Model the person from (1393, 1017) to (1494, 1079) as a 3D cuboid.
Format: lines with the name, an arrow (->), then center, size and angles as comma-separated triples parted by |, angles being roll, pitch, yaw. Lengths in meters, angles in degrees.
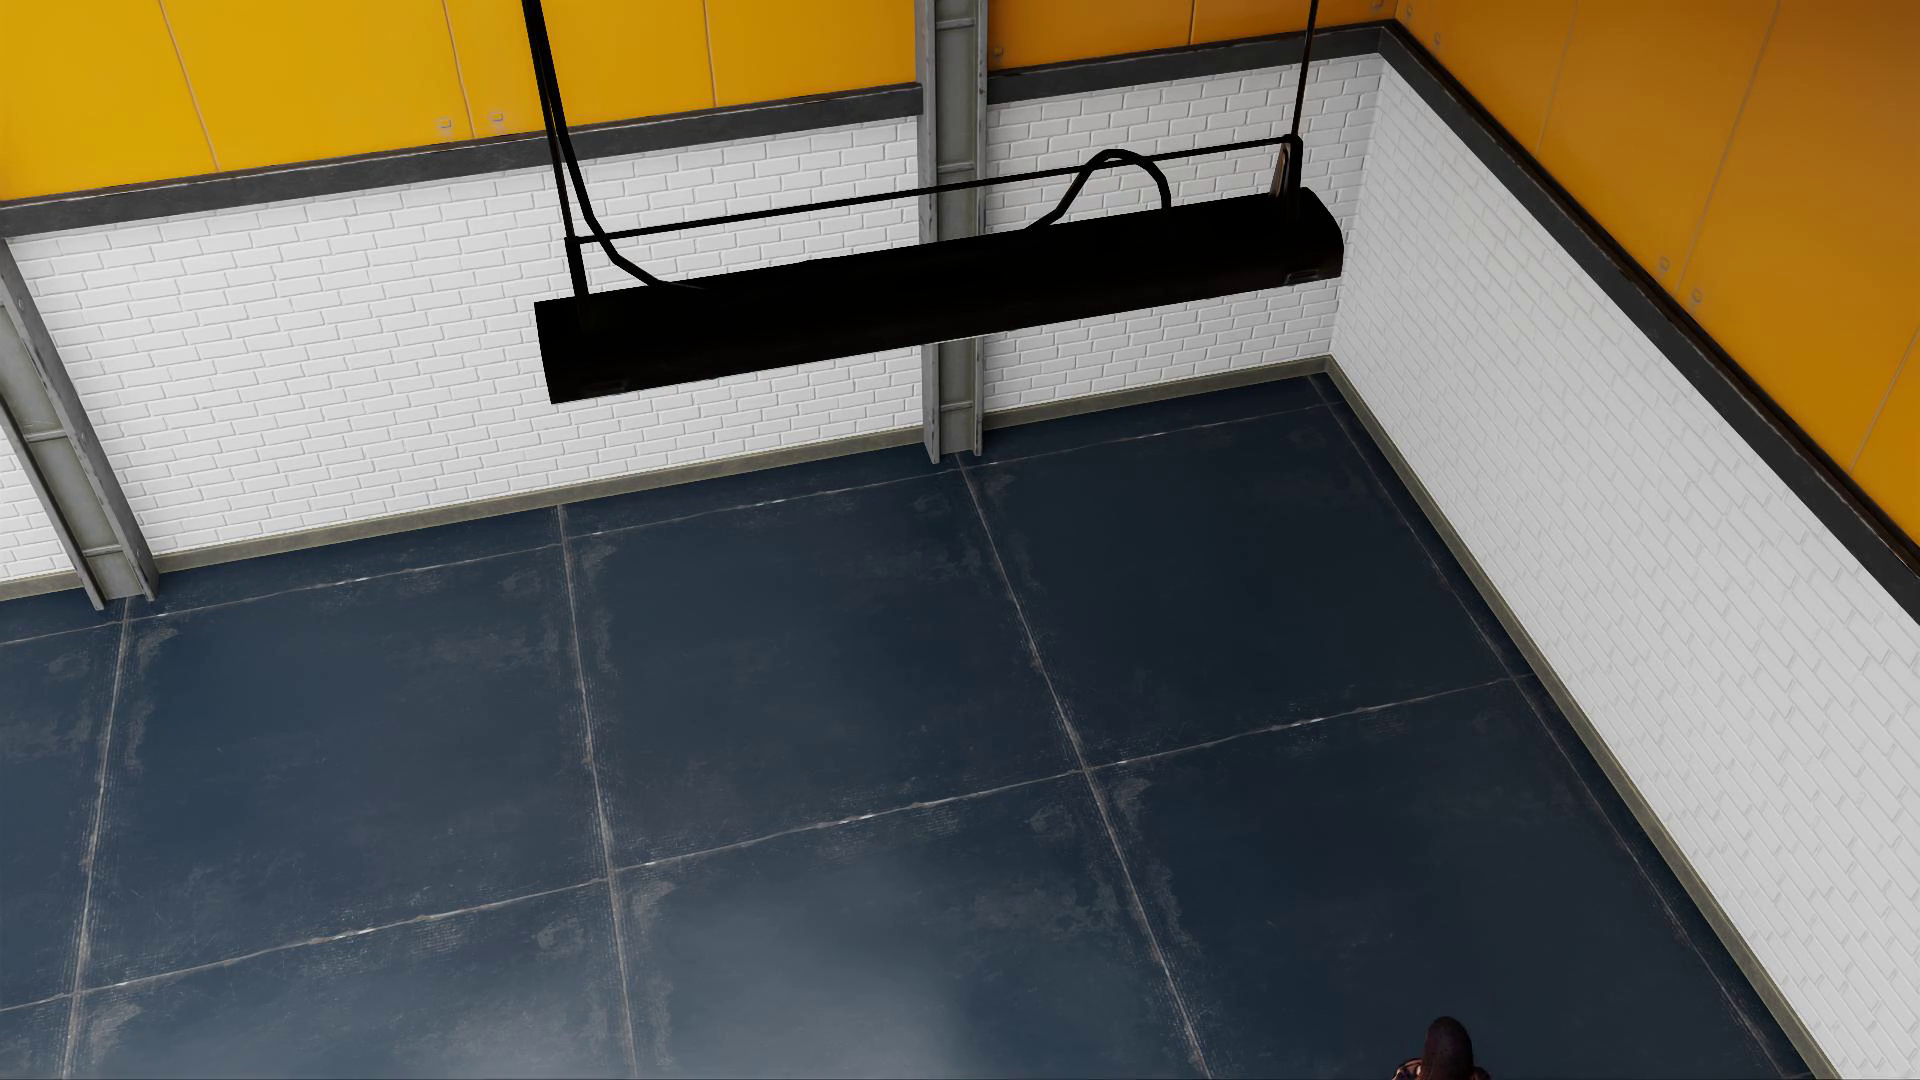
person -> 2.193, 2.890, 7.797 | 0.735, 1.699, 0.820 | 2, 44, 2
